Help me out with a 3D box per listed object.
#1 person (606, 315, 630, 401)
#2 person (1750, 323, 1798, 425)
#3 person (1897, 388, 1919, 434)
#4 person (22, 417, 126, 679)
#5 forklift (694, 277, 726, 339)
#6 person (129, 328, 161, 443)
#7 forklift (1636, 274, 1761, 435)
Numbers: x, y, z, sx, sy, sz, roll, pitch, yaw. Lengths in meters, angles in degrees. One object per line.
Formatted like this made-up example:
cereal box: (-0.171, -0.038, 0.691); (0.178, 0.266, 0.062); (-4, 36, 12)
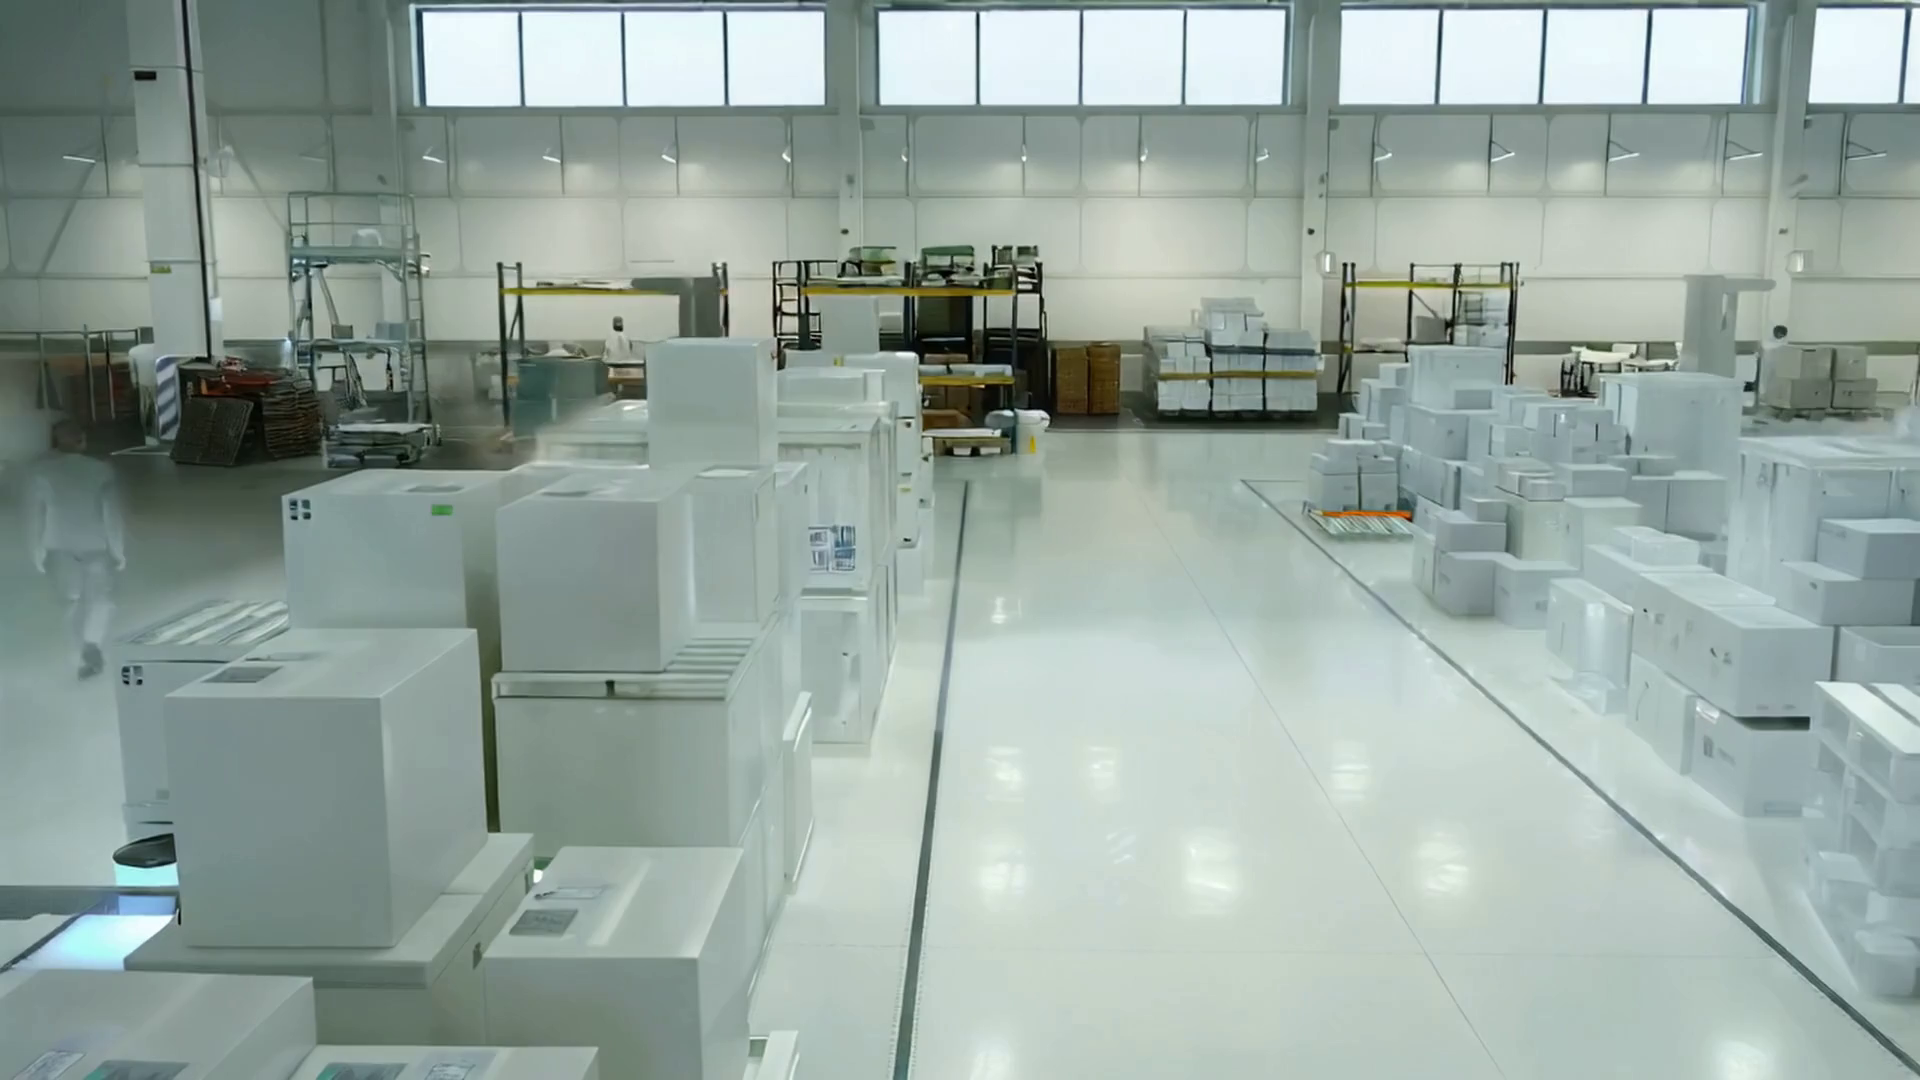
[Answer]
person: (-7.076, -3.697, 34.603); (0.551, 1.934, 0.373); (4, 10, 23)
person: (15.299, -3.086, 31.068); (0.968, 1.888, 0.621); (2, 10, 12)
person: (9.531, -0.675, 16.403); (0.607, 1.964, 0.687); (4, 10, 21)
person: (-6.417, 0.064, 12.103); (0.653, 1.926, 0.432); (-3, 10, -17)
forklift: (-3.610, -2.402, 24.023); (1.873, 2.768, 1.129); (-1, 10, -5)
person: (-13.646, -2.604, 28.063); (0.627, 1.936, 0.370); (0, 9, 2)
forklift: (12.990, -3.274, 29.249); (1.873, 2.768, 1.129); (0, 9, 1)
